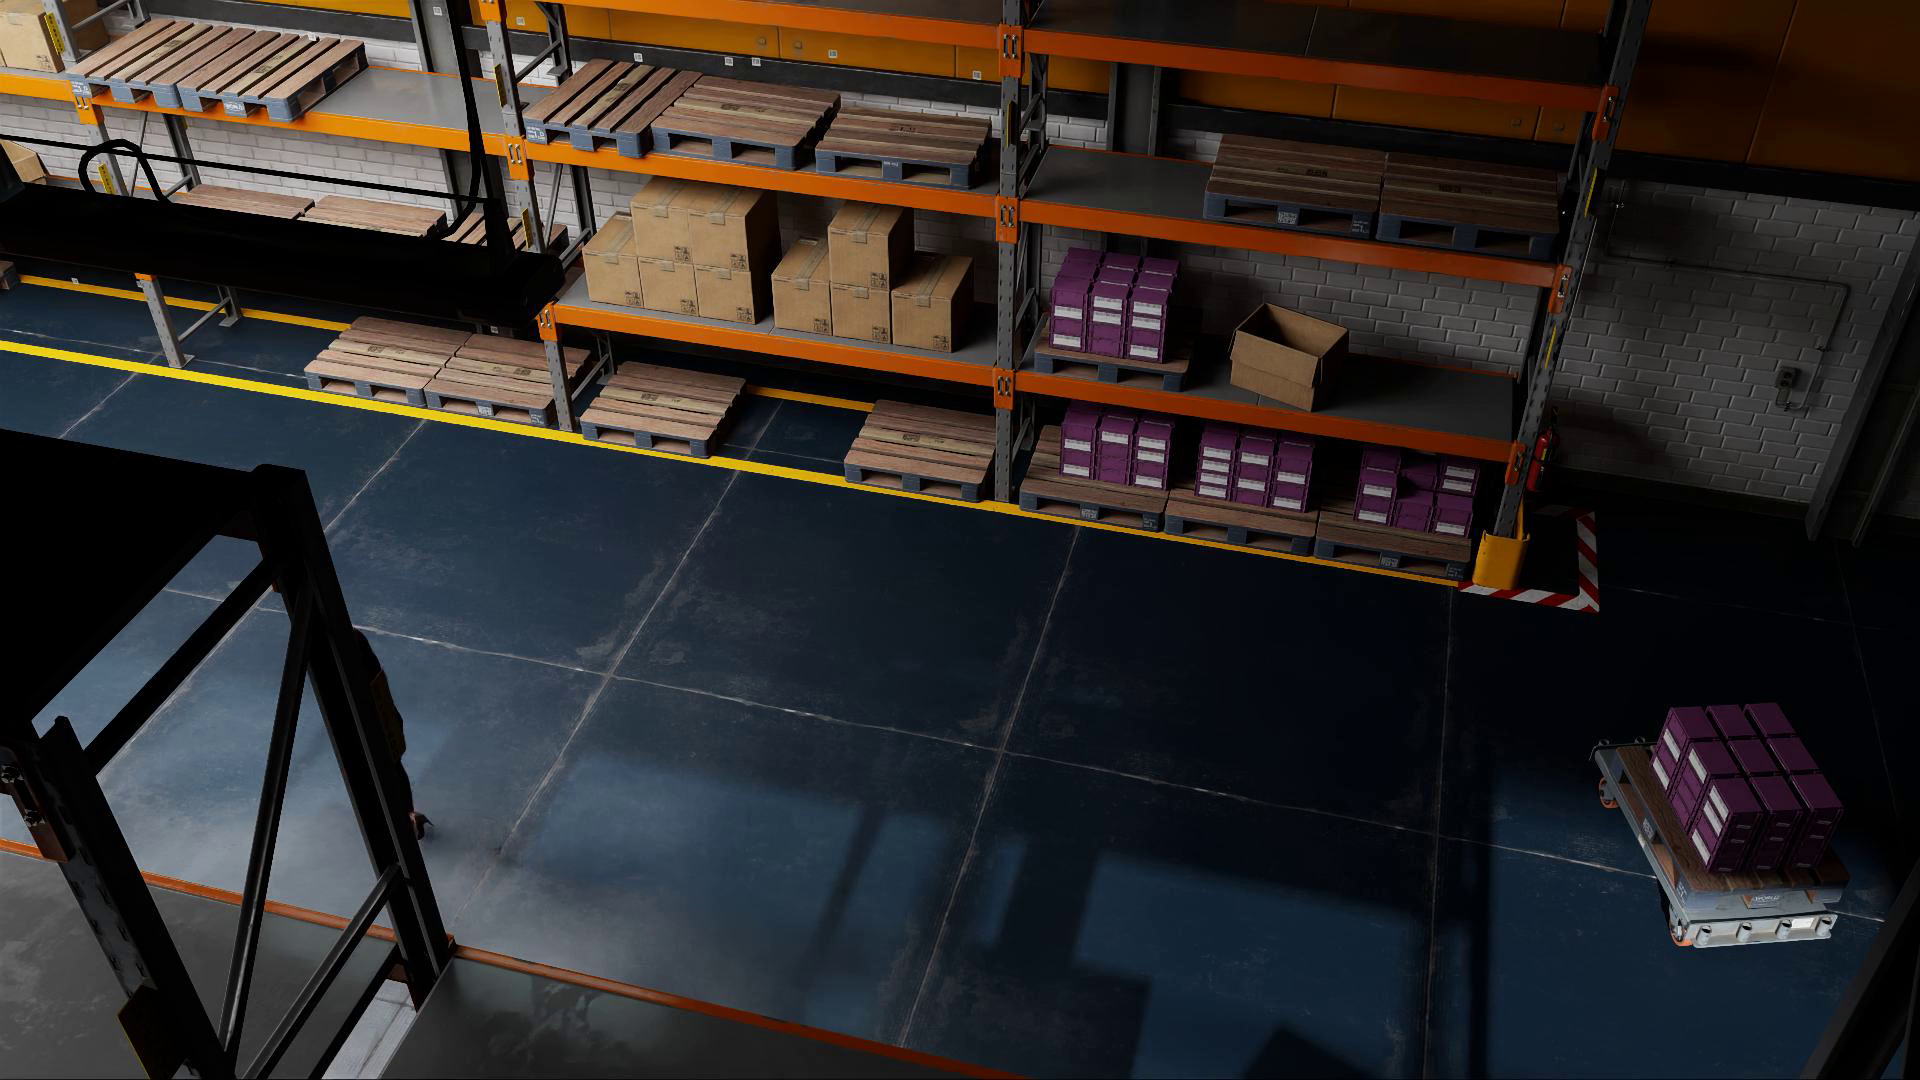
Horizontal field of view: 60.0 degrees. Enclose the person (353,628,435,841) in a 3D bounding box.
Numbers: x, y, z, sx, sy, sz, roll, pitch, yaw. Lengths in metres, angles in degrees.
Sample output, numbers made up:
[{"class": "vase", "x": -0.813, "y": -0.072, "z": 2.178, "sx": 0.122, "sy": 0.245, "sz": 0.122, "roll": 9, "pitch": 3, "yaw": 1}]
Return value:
[{"class": "person", "x": -3.615, "y": 1.271, "z": 10.578, "sx": 0.673, "sy": 1.786, "sz": 0.620, "roll": 6, "pitch": 39, "yaw": 8}]
